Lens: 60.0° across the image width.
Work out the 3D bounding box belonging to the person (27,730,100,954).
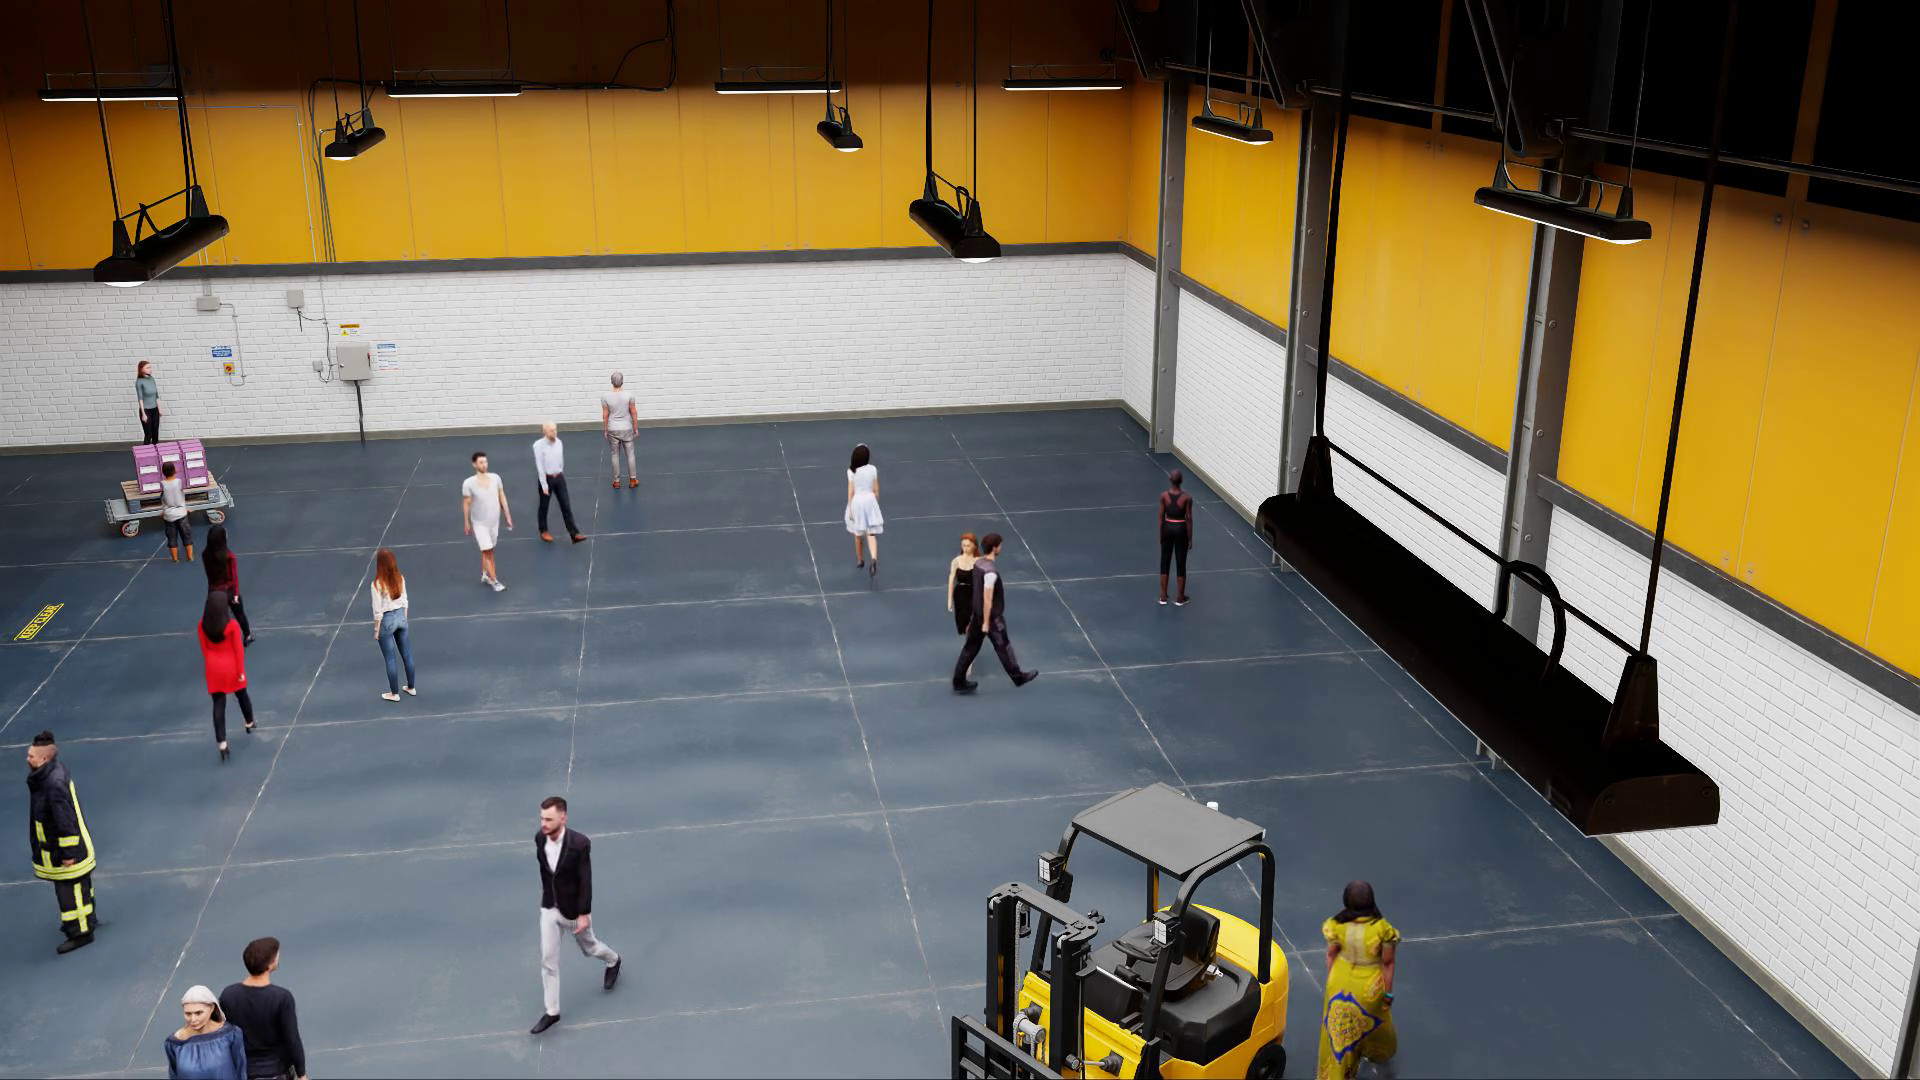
[{"bbox_3d":[-7.282,2.406,13.512,0.935,1.863,0.807,-14,23,-35],"label":"person"}]

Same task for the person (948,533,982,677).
[{"bbox_3d":[0.109,0.683,19.062,0.852,1.587,1.163,4,19,11],"label":"person"}]

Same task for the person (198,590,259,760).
[{"bbox_3d":[-7.463,1.384,16.800,0.693,1.701,1.089,-1,19,-3],"label":"person"}]

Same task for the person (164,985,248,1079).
[{"bbox_3d":[-4.671,3.538,10.411,0.626,1.697,0.585,-5,19,-15],"label":"person"}]

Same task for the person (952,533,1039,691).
[{"bbox_3d":[0.193,0.845,18.246,0.871,1.800,1.160,-6,19,-17],"label":"person"}]

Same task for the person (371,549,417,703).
[{"bbox_3d":[-6.193,0.914,18.155,0.703,1.728,0.653,14,23,36],"label":"person"}]

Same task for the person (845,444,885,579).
[{"bbox_3d":[-1.231,-0.317,21.725,0.672,1.781,1.189,-4,19,-11],"label":"person"}]

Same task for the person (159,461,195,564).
[{"bbox_3d":[-10.638,-0.414,22.528,0.606,1.453,0.577,-9,20,-24],"label":"person"}]

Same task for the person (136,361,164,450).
[{"bbox_3d":[-13.131,-2.054,26.948,0.708,1.740,0.594,5,19,14],"label":"person"}]

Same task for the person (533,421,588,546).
[{"bbox_3d":[-5.753,-0.784,23.176,1.081,1.742,1.265,-17,25,-41],"label":"person"}]

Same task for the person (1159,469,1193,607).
[{"bbox_3d":[2.701,-0.043,20.949,0.667,1.757,0.693,7,20,20],"label":"person"}]

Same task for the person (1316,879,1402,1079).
[{"bbox_3d":[2.747,3.197,11.571,1.175,1.603,1.417,8,20,22],"label":"person"}]

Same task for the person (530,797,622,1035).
[{"bbox_3d":[-2.900,2.754,12.570,1.081,1.805,1.292,7,20,20],"label":"person"}]

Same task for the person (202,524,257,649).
[{"bbox_3d":[-8.503,0.665,19.081,0.773,1.609,1.142,2,19,5],"label":"person"}]

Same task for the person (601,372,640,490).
[{"bbox_3d":[-5.257,-1.703,25.761,0.688,1.832,0.546,-3,19,-8],"label":"person"}]

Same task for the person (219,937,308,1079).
[{"bbox_3d":[-4.377,3.420,10.542,0.703,1.837,0.963,-5,19,-14],"label":"person"}]

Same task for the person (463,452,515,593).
[{"bbox_3d":[-6.181,-0.263,21.500,1.049,1.823,1.169,-18,25,-42],"label":"person"}]
